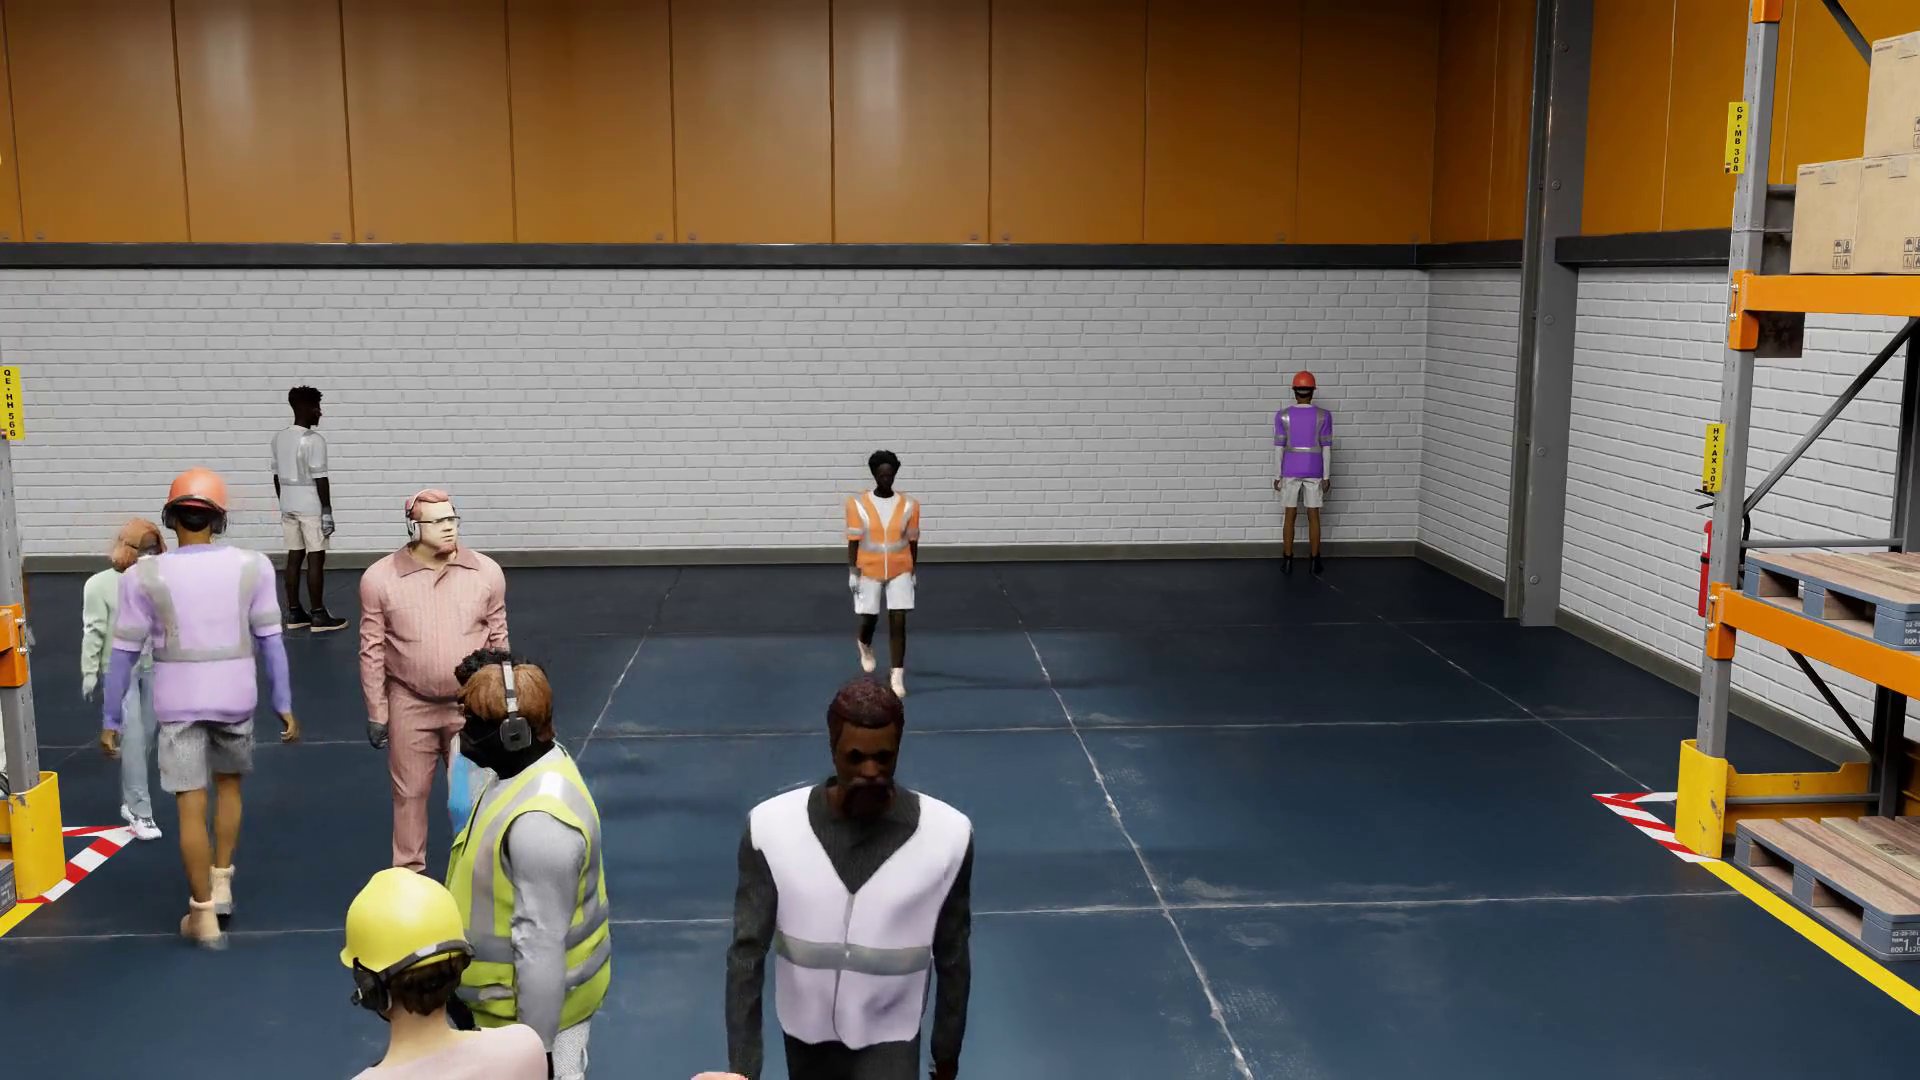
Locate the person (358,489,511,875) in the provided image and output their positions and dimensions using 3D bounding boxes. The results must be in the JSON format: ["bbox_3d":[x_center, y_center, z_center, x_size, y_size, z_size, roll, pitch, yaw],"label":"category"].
[{"bbox_3d":[-2.291,0.724,7.320,0.649,1.912,0.409,-4,10,-26],"label":"person"}]

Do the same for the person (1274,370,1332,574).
[{"bbox_3d":[3.256,-0.642,15.824,0.543,1.934,0.368,2,9,13],"label":"person"}]

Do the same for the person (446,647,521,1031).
[{"bbox_3d":[-1.453,1.157,5.333,0.549,1.674,0.462,6,11,32],"label":"person"}]

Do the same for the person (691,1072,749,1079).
[{"bbox_3d":[-0.358,1.581,1.963,0.596,1.900,0.503,2,9,12],"label":"person"}]

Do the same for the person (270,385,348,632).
[{"bbox_3d":[-5.217,-0.252,13.276,0.609,1.963,0.367,6,11,33],"label":"person"}]

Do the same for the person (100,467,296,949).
[{"bbox_3d":[-3.262,0.706,7.101,0.762,2.009,0.624,-6,11,-34],"label":"person"}]

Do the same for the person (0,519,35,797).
[{"bbox_3d":[-5.420,0.458,9.230,0.515,1.844,0.757,-3,10,-20],"label":"person"}]

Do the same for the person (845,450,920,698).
[{"bbox_3d":[-0.533,0.202,11.337,0.527,1.679,0.595,-1,9,-9],"label":"person"}]

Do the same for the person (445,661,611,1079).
[{"bbox_3d":[-1.156,1.223,4.449,0.430,1.836,0.619,-3,10,-20],"label":"person"}]

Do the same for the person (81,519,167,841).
[{"bbox_3d":[-4.114,0.697,8.415,0.733,1.599,0.518,7,11,38],"label":"person"}]

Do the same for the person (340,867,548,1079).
[{"bbox_3d":[-0.991,1.472,3.105,0.334,1.763,0.521,7,12,39],"label":"person"}]

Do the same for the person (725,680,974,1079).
[{"bbox_3d":[-0.266,1.249,4.207,0.598,1.864,1.044,0,9,3],"label":"person"}]
